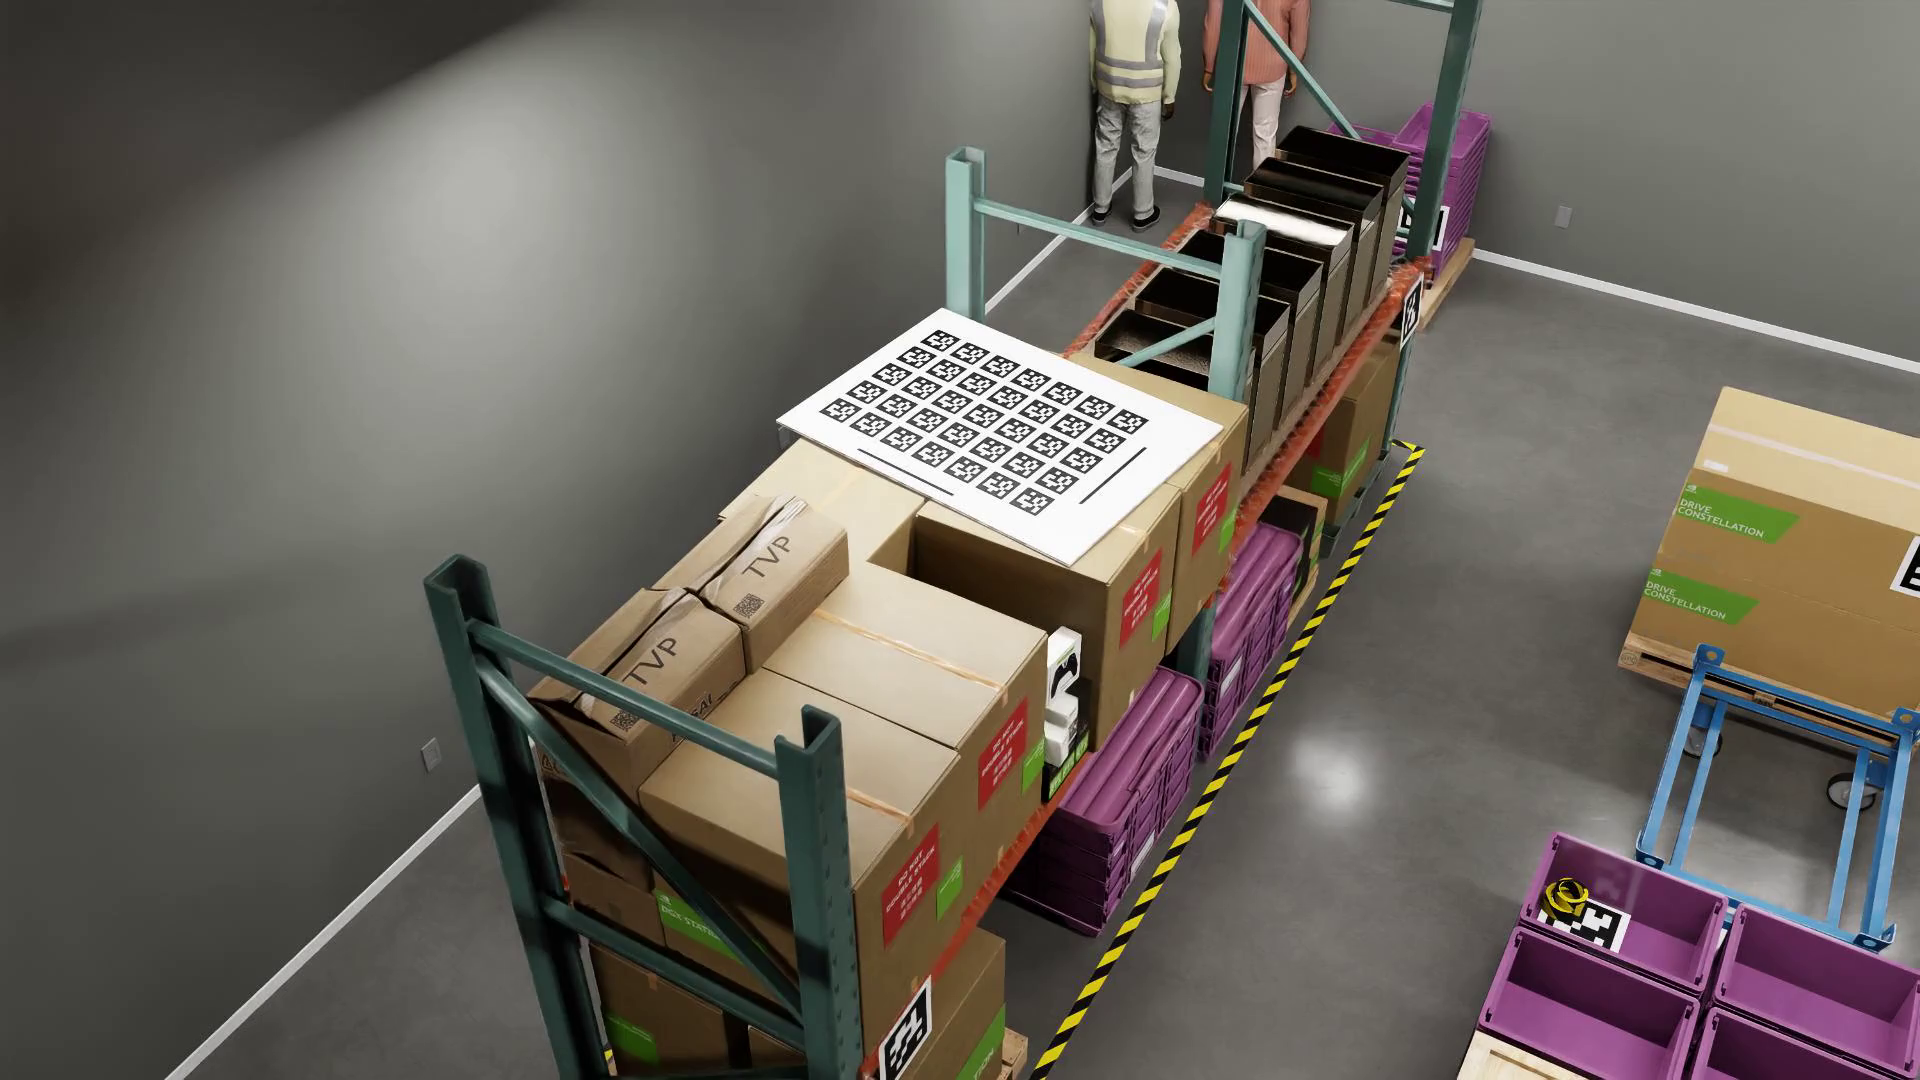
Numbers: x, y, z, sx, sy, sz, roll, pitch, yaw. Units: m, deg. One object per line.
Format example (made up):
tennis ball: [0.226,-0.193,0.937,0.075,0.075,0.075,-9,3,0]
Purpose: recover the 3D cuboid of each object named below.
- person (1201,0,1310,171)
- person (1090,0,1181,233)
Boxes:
person: [1.739,-2.829,9.925,0.611,1.995,0.380,4,40,4]
person: [1.020,-2.711,9.906,0.590,1.837,0.403,14,42,16]
